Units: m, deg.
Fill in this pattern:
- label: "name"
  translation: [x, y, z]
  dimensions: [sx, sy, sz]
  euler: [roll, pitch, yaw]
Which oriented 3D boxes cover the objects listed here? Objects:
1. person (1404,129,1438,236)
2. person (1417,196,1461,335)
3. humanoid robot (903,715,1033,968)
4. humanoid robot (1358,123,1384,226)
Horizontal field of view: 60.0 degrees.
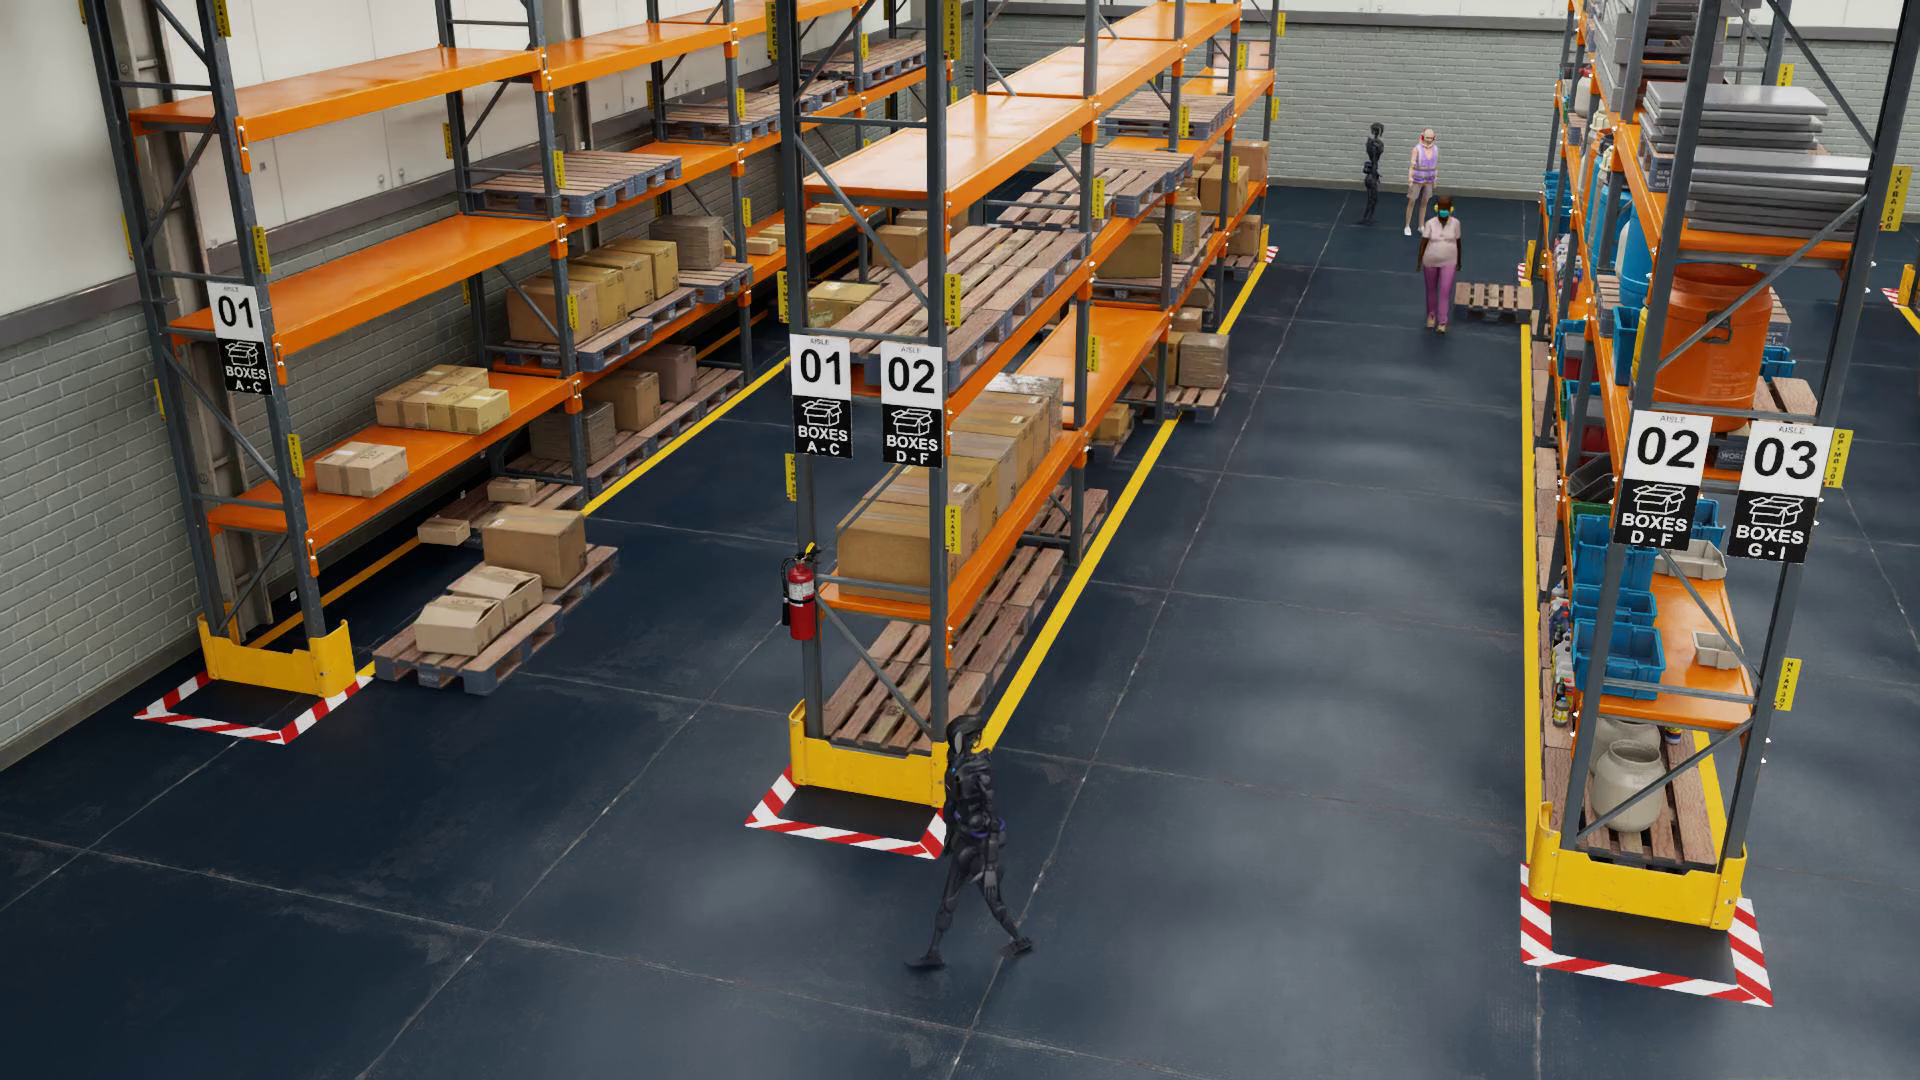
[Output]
- label: "person"
  translation: [7.412, -5.740, 26.686]
  dimensions: [0.479, 1.690, 0.347]
  euler: [-5, 24, -10]
- label: "person"
  translation: [6.191, -3.547, 21.502]
  dimensions: [0.552, 1.754, 0.908]
  euler: [7, 24, 15]
- label: "humanoid robot"
  translation: [0.074, 1.741, 9.432]
  dimensions: [0.792, 1.626, 0.615]
  euler: [-12, 26, -25]
- label: "humanoid robot"
  translation: [6.805, -6.023, 27.346]
  dimensions: [0.348, 1.648, 0.602]
  euler: [7, 24, 16]
